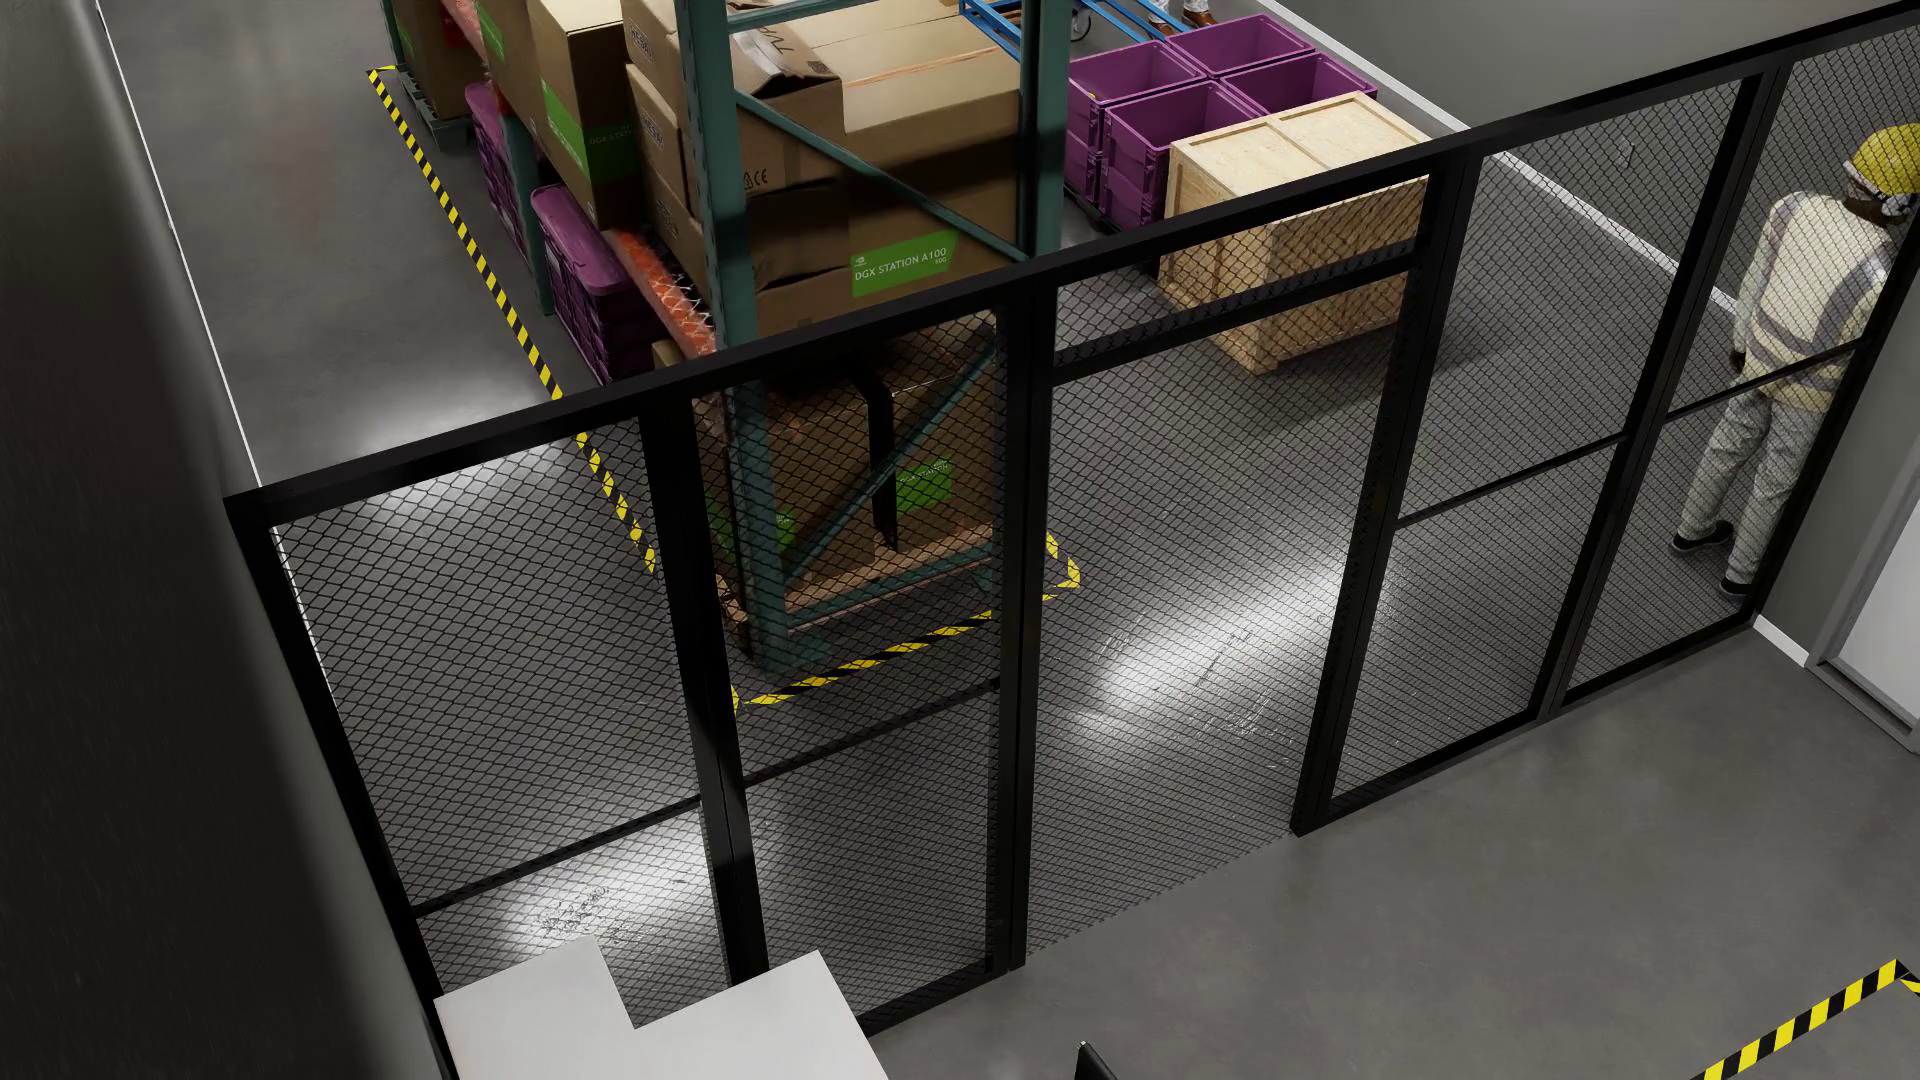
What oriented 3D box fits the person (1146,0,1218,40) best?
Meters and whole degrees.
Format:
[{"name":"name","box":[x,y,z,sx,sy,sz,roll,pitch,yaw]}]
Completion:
[{"name":"person","box":[1.284,-3.621,8.907,0.635,1.937,0.352,-22,47,-22]}]

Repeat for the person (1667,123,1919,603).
[{"name":"person","box":[2.871,-0.576,5.652,0.404,1.830,0.600,-14,44,-15]}]
